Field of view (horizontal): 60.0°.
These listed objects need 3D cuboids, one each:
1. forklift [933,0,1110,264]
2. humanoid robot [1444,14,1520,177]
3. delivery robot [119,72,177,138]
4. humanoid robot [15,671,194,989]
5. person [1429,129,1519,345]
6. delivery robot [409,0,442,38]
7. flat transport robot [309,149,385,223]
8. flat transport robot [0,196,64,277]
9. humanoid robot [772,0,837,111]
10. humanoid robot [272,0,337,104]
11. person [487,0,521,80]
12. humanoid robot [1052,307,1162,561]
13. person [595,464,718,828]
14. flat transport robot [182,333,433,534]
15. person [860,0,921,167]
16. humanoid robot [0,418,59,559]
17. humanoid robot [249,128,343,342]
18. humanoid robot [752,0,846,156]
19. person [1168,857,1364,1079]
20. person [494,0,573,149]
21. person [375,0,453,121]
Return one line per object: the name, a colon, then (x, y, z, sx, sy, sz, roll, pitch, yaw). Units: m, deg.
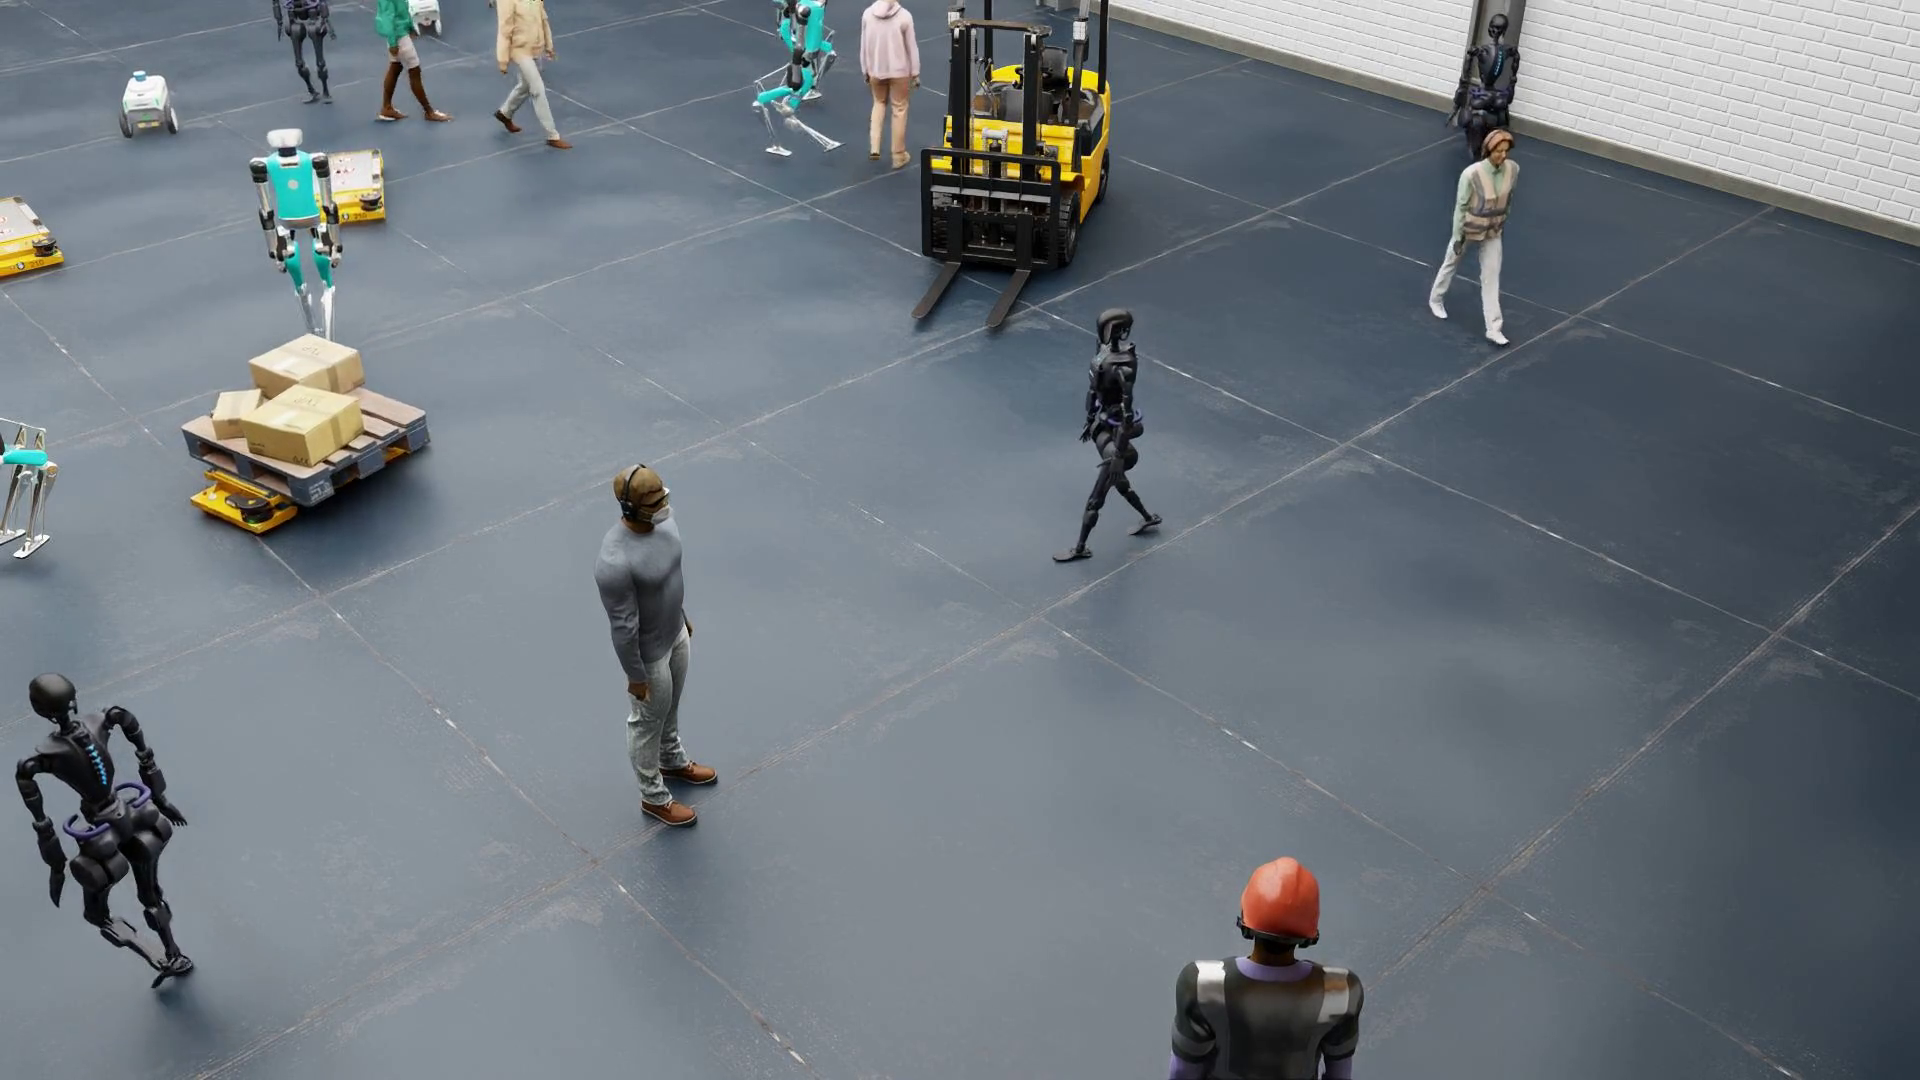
forklift: (0.570, -3.725, 14.138, 1.214, 2.155, 2.313, 9, 34, 13)
humanoid robot: (4.663, -3.877, 14.886, 0.609, 1.629, 0.787, -6, 34, -10)
delivery robot: (-8.128, -4.361, 16.627, 0.499, 0.609, 0.812, -10, 34, -15)
humanoid robot: (-3.525, 1.242, 6.971, 0.393, 1.638, 0.611, 18, 37, 25)
person: (3.906, -2.311, 12.507, 0.541, 1.585, 0.876, -10, 34, -15)
delivery robot: (-6.379, -6.243, 19.523, 0.499, 0.614, 0.790, -19, 37, -26)
flat transport robot: (-5.594, -3.230, 15.138, 0.659, 0.231, 1.431, -9, 34, -14)
flat transport robot: (-8.174, -2.584, 14.144, 0.659, 0.231, 1.431, -23, 40, -31)
humanoid robot: (-1.591, -5.230, 16.887, 0.828, 1.805, 0.568, -15, 36, -22)
humanoid robot: (-6.725, -5.327, 17.064, 0.603, 1.650, 0.345, 0, 33, 1)
person: (-4.811, -5.802, 17.745, 0.547, 1.737, 0.612, -26, 41, -34)
humanoid robot: (0.920, -0.647, 9.920, 0.780, 1.628, 0.589, -10, 34, -16)
person: (-1.443, 0.486, 7.897, 0.373, 1.939, 0.628, 7, 34, 11)
flat transport robot: (-4.255, -0.514, 10.963, 0.659, 0.231, 1.431, 19, 38, 27)
person: (-0.648, -4.328, 15.448, 0.558, 1.772, 0.454, 10, 34, 16)
humanoid robot: (-5.703, -0.701, 9.783, 0.533, 1.676, 0.735, 15, 36, 21)
humanoid robot: (-4.837, -2.202, 12.321, 0.544, 1.878, 0.761, -11, 35, -17)
humanoid robot: (-1.575, -4.375, 15.522, 1.004, 1.707, 0.550, 10, 34, 15)
person: (0.999, 1.874, 5.669, 0.613, 2.042, 0.371, 1, 33, 1)
person: (-4.226, -4.717, 15.993, 0.915, 1.840, 0.586, 14, 36, 21)
person: (-5.567, -5.039, 16.511, 0.739, 1.832, 0.528, -5, 33, -7)
